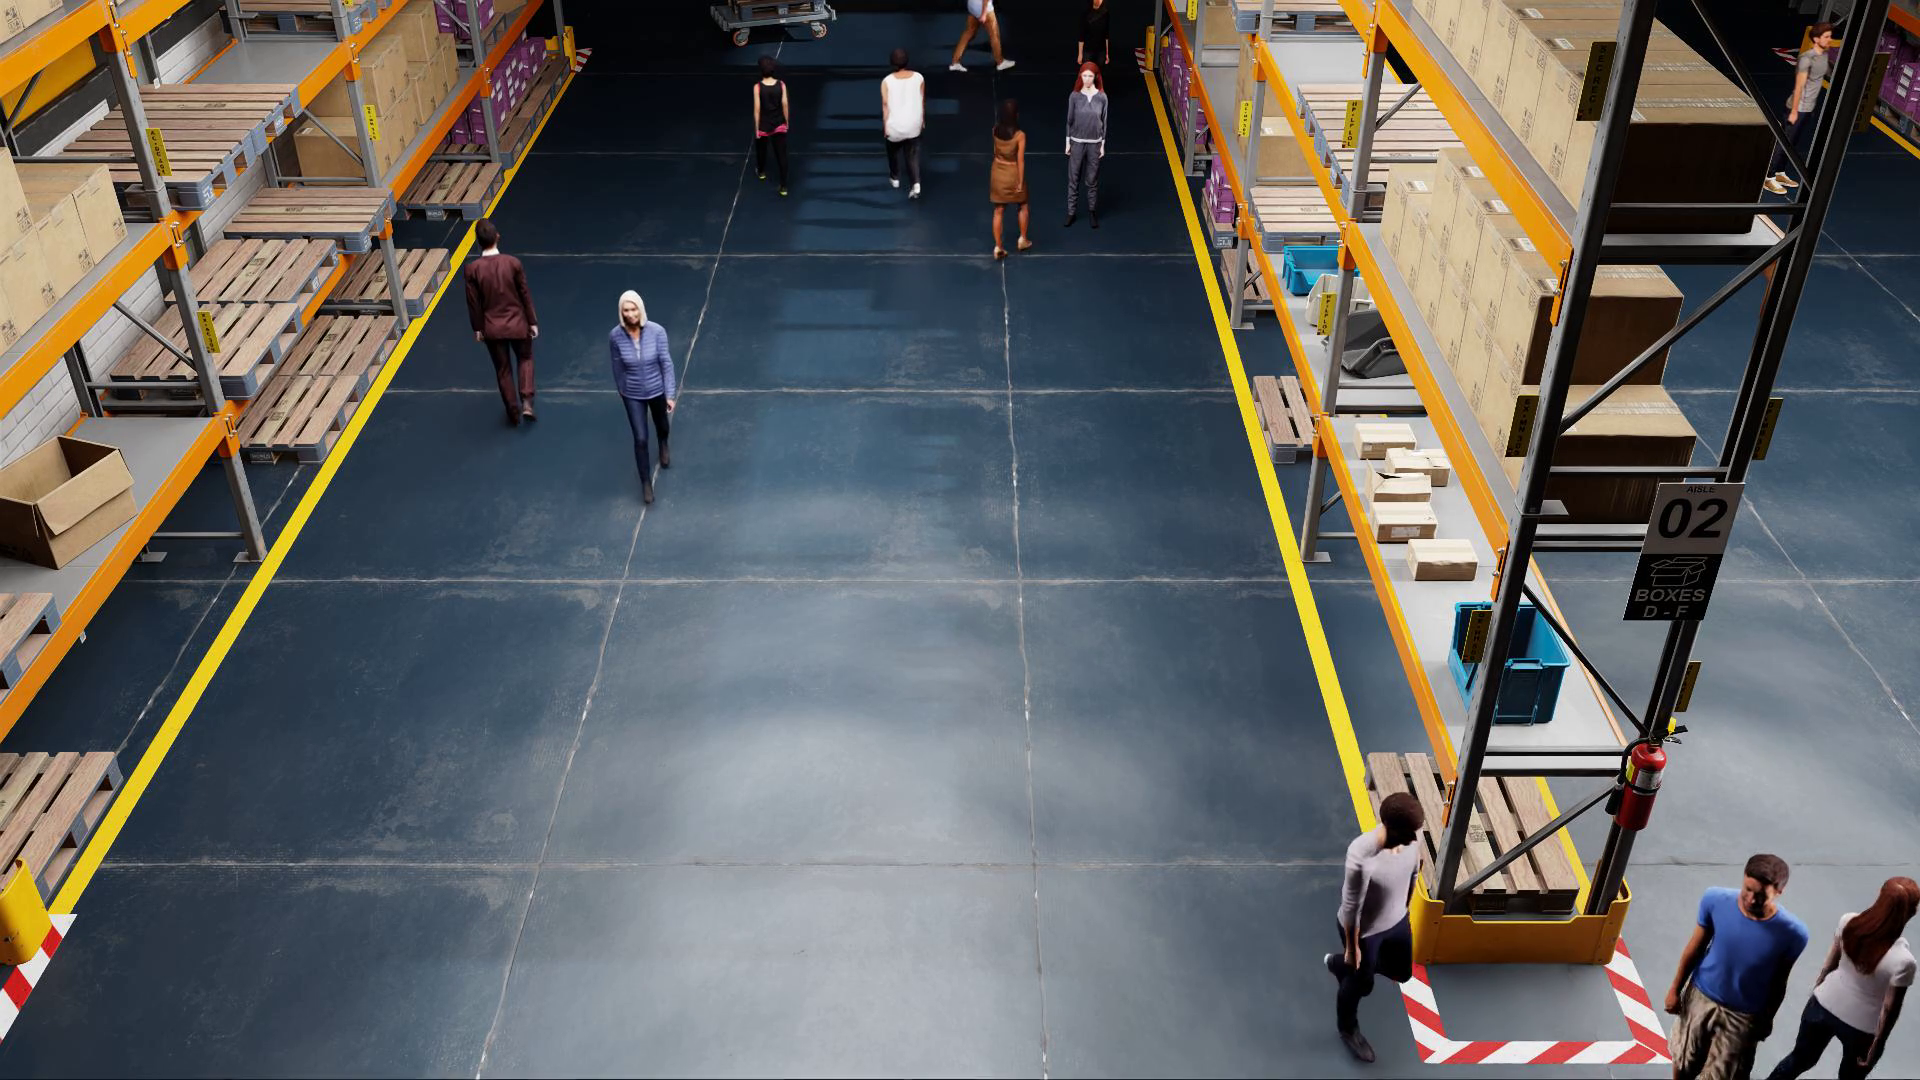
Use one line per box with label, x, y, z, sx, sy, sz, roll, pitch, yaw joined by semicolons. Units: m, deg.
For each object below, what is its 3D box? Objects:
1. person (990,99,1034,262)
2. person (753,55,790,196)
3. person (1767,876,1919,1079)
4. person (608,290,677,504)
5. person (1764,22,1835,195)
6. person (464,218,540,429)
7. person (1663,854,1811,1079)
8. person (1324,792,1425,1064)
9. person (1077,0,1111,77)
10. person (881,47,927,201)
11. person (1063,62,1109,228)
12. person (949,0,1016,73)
person;0.440;-3.657;17.037;0.761;1.672;0.860;18;38;25
person;-2.091;-4.604;18.604;0.793;1.516;1.069;-11;35;-16
person;4.181;2.323;7.996;0.933;1.721;0.983;-14;36;-20
person;-2.514;-1.239;13.369;0.796;1.706;1.182;-6;34;-9
person;9.417;-4.861;18.646;0.736;1.896;0.779;-25;41;-33
person;-3.832;-1.773;14.043;0.777;1.850;0.757;-9;35;-13
person;3.751;2.183;8.088;0.778;1.853;0.831;25;41;32
person;2.061;1.899;8.543;0.890;1.823;0.951;-22;39;-29
person;1.653;-6.072;20.700;0.624;1.640;0.591;-10;35;-14
person;-0.620;-4.611;18.487;0.807;1.657;1.125;-7;34;-10
person;1.346;-4.230;17.802;0.597;1.780;0.538;4;34;6
person;0.196;-7.033;22.021;1.141;1.778;1.229;-18;38;-25
